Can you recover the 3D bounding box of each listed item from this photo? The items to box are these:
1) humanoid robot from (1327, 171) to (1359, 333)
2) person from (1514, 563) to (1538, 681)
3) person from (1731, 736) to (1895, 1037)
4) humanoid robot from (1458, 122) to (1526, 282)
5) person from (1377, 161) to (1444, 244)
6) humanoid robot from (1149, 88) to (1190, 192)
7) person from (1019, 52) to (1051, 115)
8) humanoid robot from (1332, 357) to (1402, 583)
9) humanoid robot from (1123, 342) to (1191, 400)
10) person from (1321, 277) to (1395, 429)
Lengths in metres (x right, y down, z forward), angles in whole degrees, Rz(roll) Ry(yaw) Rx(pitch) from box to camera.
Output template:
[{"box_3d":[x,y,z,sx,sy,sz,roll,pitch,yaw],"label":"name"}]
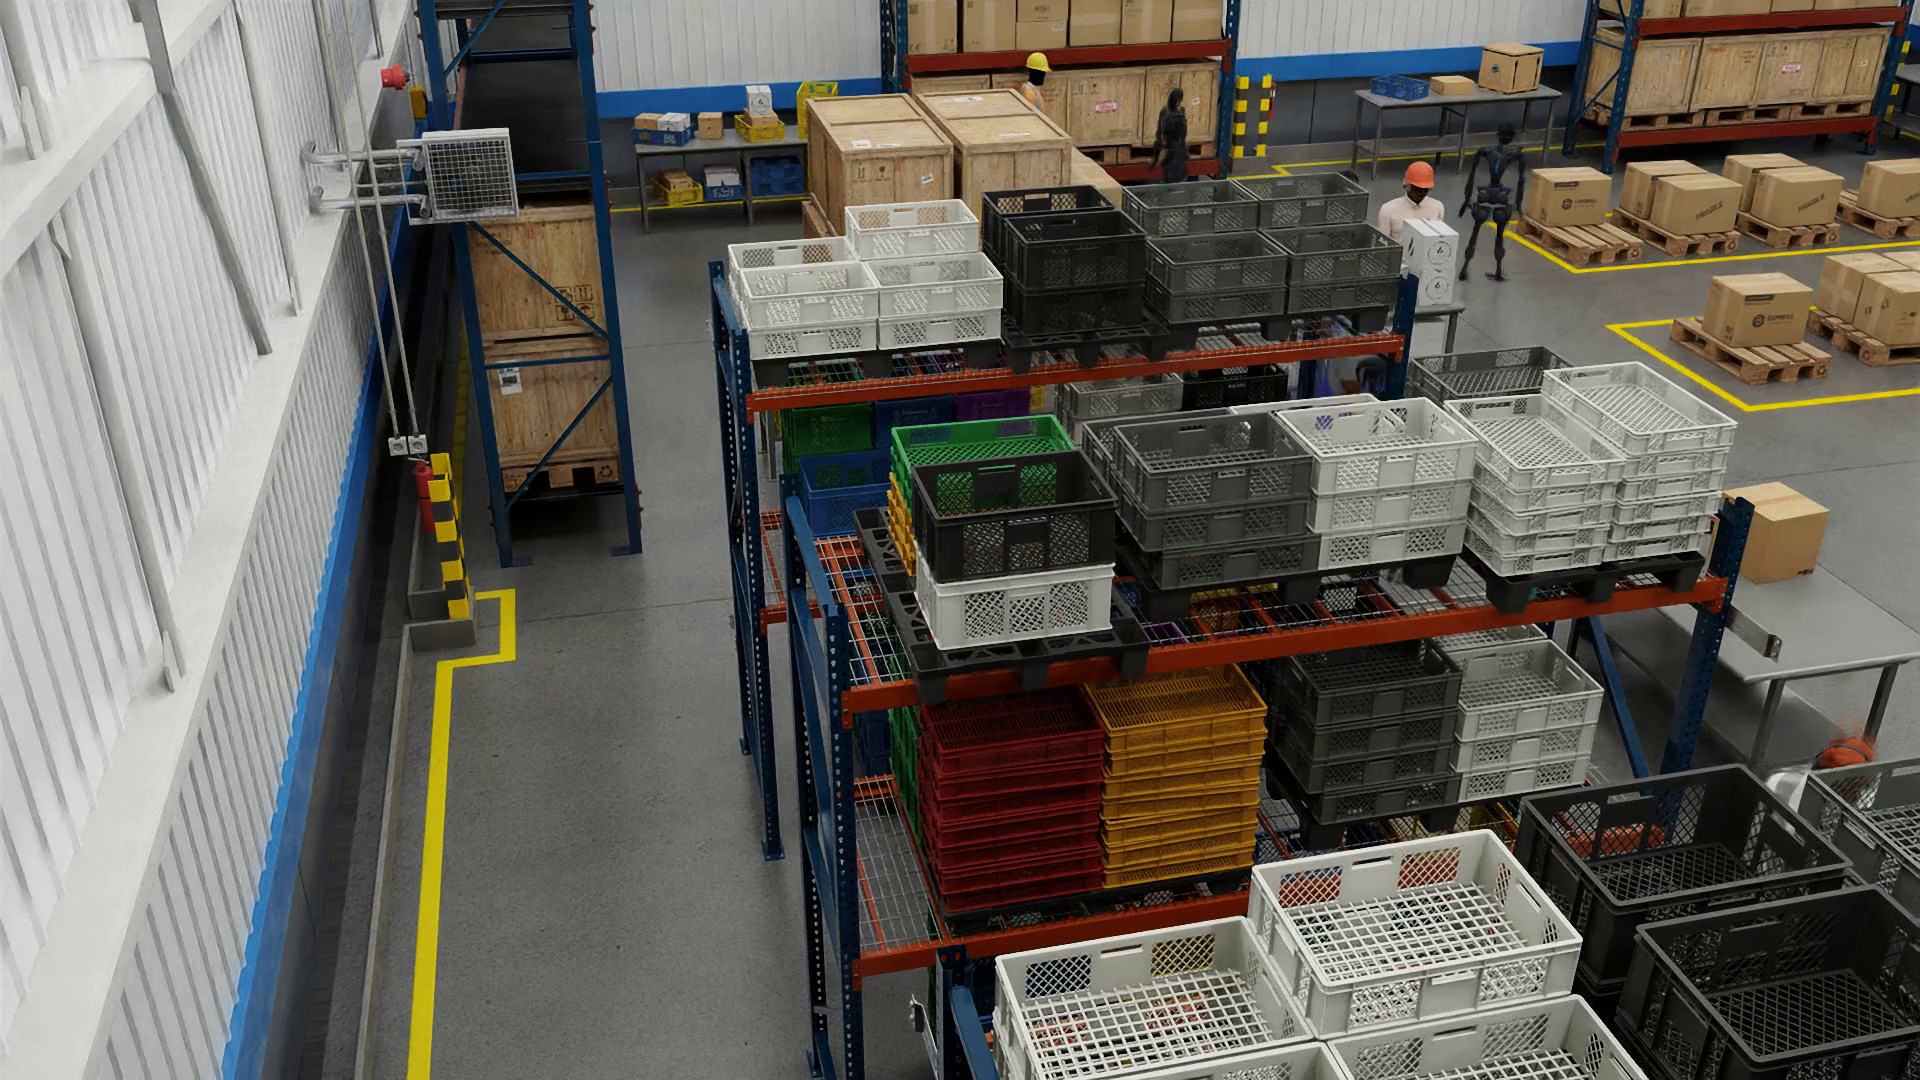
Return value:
[{"box_3d":[3.492,-2.647,15.556,0.359,1.650,0.618,-4,28,-7],"label":"humanoid robot"},{"box_3d":[3.470,0.102,10.244,0.324,1.768,0.524,5,28,9],"label":"person"},{"box_3d":[3.620,1.651,7.194,0.601,1.865,0.565,20,34,33],"label":"person"},{"box_3d":[5.490,-3.480,17.144,0.661,1.635,0.370,11,30,19],"label":"humanoid robot"},{"box_3d":[3.942,-2.370,14.709,0.614,1.986,0.405,-5,28,-9],"label":"person"},{"box_3d":[2.378,-4.218,18.551,0.383,1.637,0.601,-9,29,-17],"label":"humanoid robot"},{"box_3d":[0.826,-4.576,18.954,0.379,1.924,0.587,2,28,4],"label":"person"},{"box_3d":[2.815,-0.481,11.470,0.616,1.629,0.566,5,28,9],"label":"humanoid robot"},{"box_3d":[1.487,-0.976,12.449,0.580,1.624,0.791,-5,28,-9],"label":"humanoid robot"},{"box_3d":[2.936,-0.964,11.977,0.810,2.000,0.701,8,29,16],"label":"person"}]
